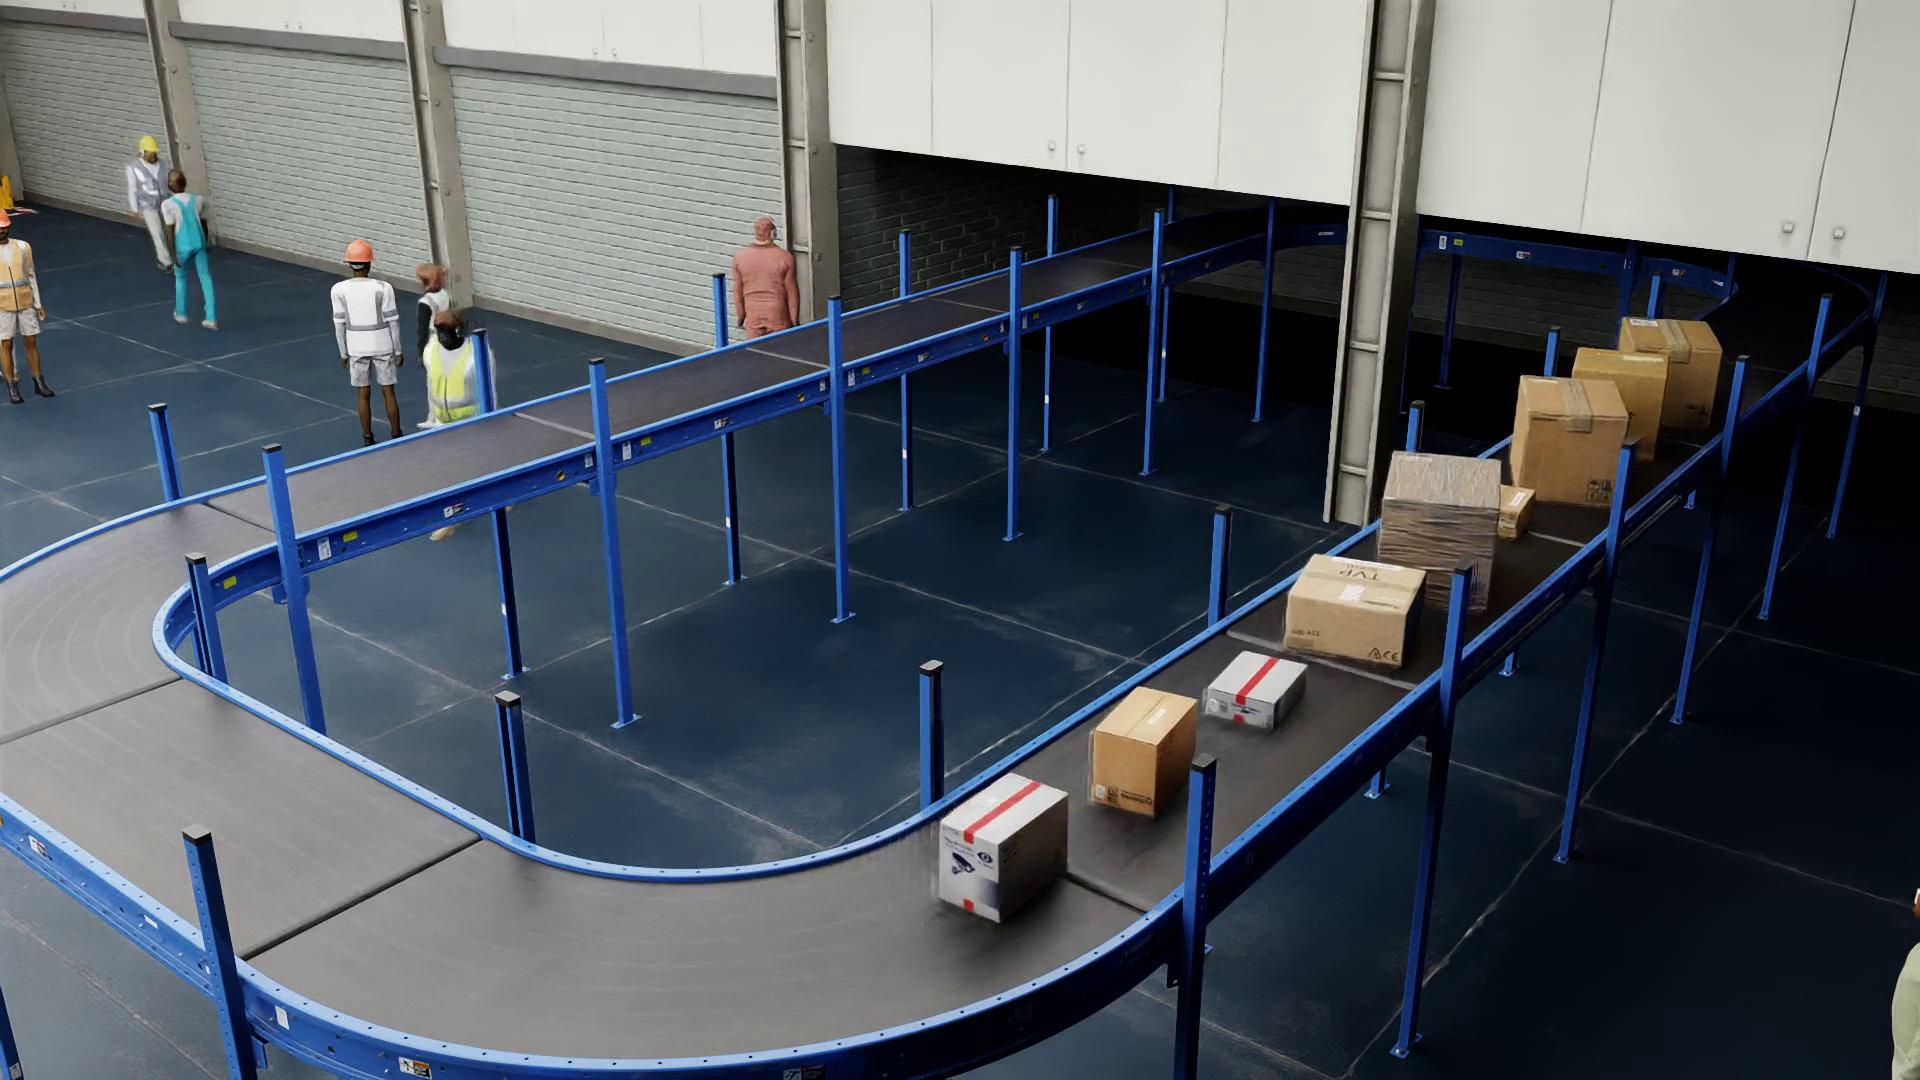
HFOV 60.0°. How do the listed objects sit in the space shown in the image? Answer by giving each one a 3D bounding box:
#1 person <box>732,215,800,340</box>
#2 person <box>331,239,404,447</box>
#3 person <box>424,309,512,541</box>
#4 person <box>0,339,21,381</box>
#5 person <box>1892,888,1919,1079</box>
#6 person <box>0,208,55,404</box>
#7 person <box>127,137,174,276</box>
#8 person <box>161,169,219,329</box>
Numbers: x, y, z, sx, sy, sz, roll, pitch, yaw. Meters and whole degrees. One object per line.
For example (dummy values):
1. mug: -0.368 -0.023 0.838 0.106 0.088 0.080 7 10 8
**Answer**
1. person: -1.860 -2.195 16.168 0.651 1.904 0.402 3 22 9
2. person: -5.288 -1.726 14.932 0.553 1.935 0.361 -4 22 -9
3. person: -3.927 -0.963 13.201 0.642 1.793 0.996 5 22 13
4. person: -10.059 -2.579 17.042 0.619 1.983 0.418 -16 26 -35
5. person: 3.531 1.896 6.141 0.283 1.633 0.497 15 26 33
6. person: -9.374 -2.332 16.470 0.364 1.939 0.542 20 29 41
7. person: -10.557 -4.405 21.940 0.611 1.777 0.971 -20 29 -41
8. person: -8.970 -3.384 19.301 0.505 1.813 0.874 -20 29 -41
